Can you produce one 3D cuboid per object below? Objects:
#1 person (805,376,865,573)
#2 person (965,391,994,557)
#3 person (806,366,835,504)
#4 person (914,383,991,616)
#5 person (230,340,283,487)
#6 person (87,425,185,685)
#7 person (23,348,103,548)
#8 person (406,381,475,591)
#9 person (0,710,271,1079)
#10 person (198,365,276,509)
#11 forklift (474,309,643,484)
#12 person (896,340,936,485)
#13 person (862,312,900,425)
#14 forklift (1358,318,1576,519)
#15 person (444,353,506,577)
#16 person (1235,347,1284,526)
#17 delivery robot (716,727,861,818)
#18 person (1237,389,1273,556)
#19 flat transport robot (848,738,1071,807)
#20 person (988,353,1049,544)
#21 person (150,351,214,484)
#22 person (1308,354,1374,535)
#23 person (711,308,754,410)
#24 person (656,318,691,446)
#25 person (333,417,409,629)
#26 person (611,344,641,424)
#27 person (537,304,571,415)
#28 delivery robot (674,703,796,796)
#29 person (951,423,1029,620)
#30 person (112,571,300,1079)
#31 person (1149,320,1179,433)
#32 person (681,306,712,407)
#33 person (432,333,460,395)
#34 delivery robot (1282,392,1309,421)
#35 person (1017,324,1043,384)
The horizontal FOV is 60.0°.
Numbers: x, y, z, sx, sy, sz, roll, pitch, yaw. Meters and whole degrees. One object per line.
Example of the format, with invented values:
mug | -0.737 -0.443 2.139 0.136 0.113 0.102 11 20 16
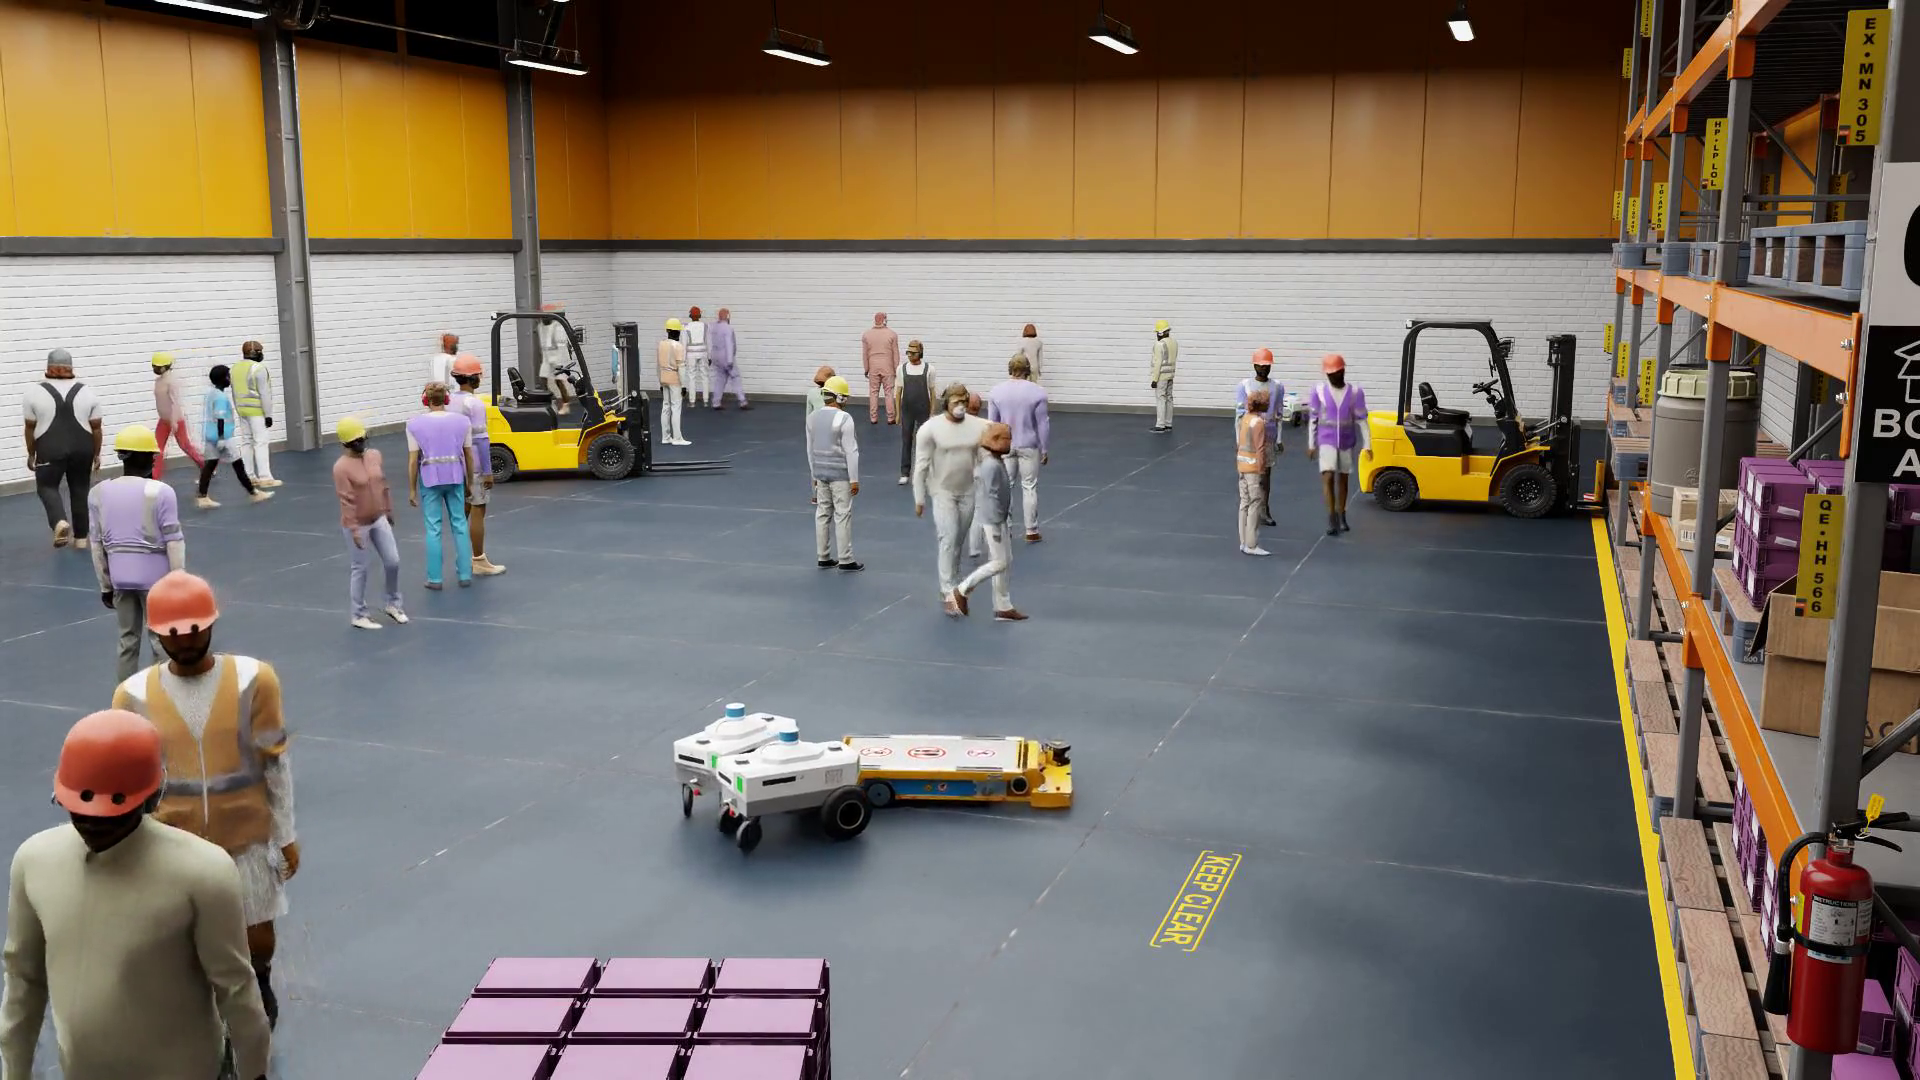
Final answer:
person | -1.149 -0.605 15.442 0.586 1.824 0.403 8 13 39
person | 0.104 -0.628 16.116 0.522 1.627 0.390 2 10 10
person | -1.568 -1.220 19.435 0.504 1.631 0.280 7 12 36
person | -0.001 -0.335 13.691 0.645 1.900 0.879 -5 11 -28
person | -8.849 -1.579 20.886 0.624 1.840 0.430 6 12 30
person | -5.089 0.246 10.371 0.585 1.921 0.383 1 10 8
person | -8.880 -0.904 16.512 0.700 2.000 0.615 -7 12 -36
person | -4.553 -0.472 14.633 0.571 1.840 0.373 -6 12 -30
person | -2.091 1.328 4.290 0.631 1.929 1.060 3 10 16
person | -8.432 -1.190 19.187 0.856 1.646 0.556 -7 12 -35
forklift | -5.354 -1.902 21.697 2.313 2.155 1.214 -2 10 -13
person | -0.558 -1.604 21.010 0.508 1.841 0.336 1 10 6
person | -1.321 -2.897 28.136 0.637 1.902 0.406 2 10 11
forklift | 5.787 -1.437 19.079 2.313 2.155 1.214 3 11 19
person | -4.471 -0.685 15.258 0.614 2.048 0.361 9 14 42
person | 3.239 -1.108 17.952 0.542 1.938 0.358 -2 10 -10
delivery robot | -0.881 1.203 8.539 0.707 0.478 0.477 -5 11 -29
person | 2.879 -0.661 16.319 0.328 1.629 0.552 -2 10 -9
flat transport robot | -0.099 1.272 9.240 1.431 0.197 0.652 1 10 3
person | 0.595 -0.926 16.924 0.634 1.936 0.351 2 10 14
person | -9.875 -1.518 20.890 0.534 1.720 0.907 8 13 38
person | 3.998 -0.994 17.411 0.683 1.888 0.842 1 10 8
person | -4.235 -3.307 30.558 0.734 1.864 0.687 -7 12 -35
person | -4.344 -2.395 25.226 0.594 1.924 0.379 9 13 41
person | -4.648 -0.120 13.023 0.455 1.717 0.606 6 12 30
person | -5.644 -2.765 28.125 0.525 1.636 0.307 -7 12 -34
person | -7.227 -3.172 29.406 0.626 1.987 0.878 5 11 28
delivery robot | -1.210 1.128 8.989 0.477 0.478 0.707 7 12 34
person | 0.256 -0.139 13.362 0.546 1.617 0.518 2 10 10
person | -2.673 1.033 5.941 0.568 1.923 0.589 -4 11 -20
person | 3.280 -2.646 26.915 0.404 1.830 0.588 7 12 36
person | -4.931 -3.425 31.156 0.576 1.882 0.355 -4 11 -20
person | -6.752 -1.817 22.168 0.689 1.860 0.666 8 13 37
delivery robot | 5.596 -2.250 28.008 0.477 0.478 0.707 8 13 37
person | 1.234 -3.045 29.722 0.516 1.628 0.340 -5 11 -28
